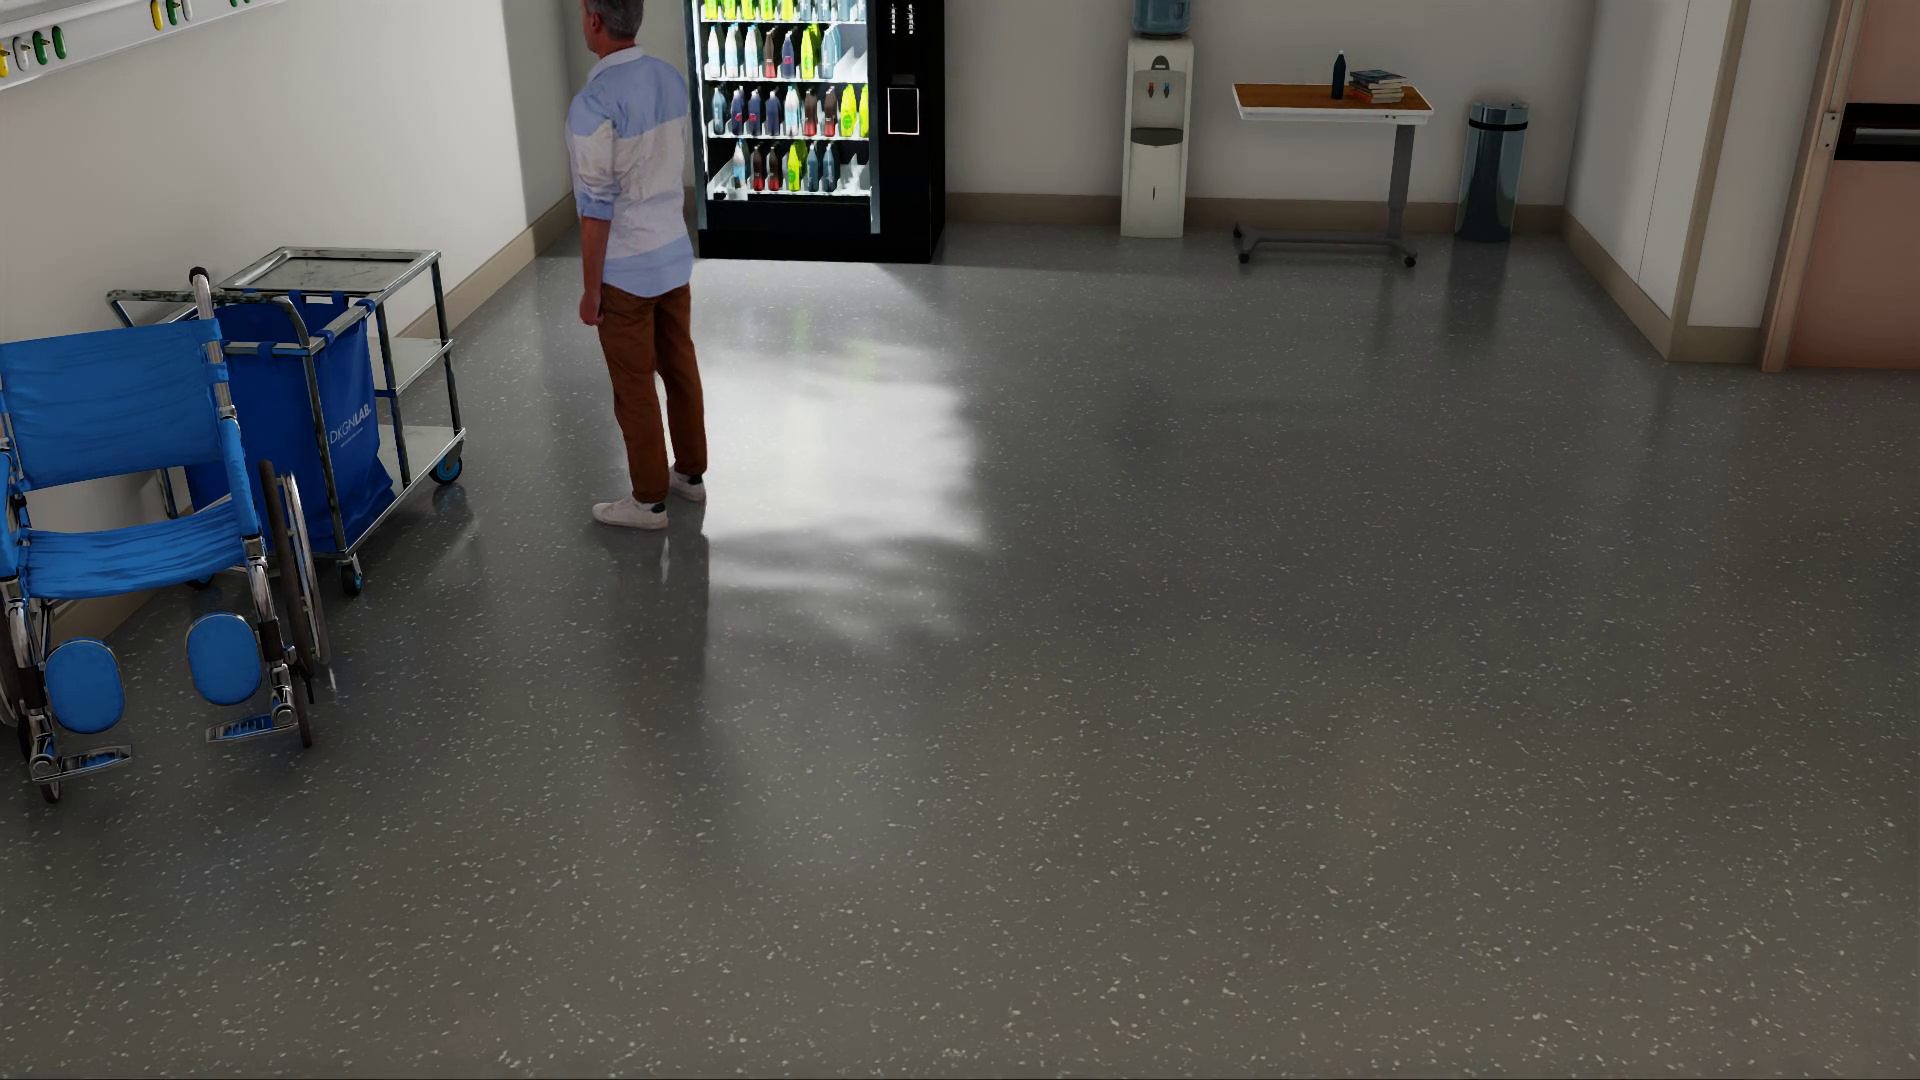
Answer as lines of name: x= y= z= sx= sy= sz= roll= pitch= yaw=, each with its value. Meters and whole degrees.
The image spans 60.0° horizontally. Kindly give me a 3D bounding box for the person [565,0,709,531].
person: x=-1.055 y=-0.933 z=5.490 sx=0.710 sy=1.827 sz=0.755 roll=12 pitch=28 yaw=23
